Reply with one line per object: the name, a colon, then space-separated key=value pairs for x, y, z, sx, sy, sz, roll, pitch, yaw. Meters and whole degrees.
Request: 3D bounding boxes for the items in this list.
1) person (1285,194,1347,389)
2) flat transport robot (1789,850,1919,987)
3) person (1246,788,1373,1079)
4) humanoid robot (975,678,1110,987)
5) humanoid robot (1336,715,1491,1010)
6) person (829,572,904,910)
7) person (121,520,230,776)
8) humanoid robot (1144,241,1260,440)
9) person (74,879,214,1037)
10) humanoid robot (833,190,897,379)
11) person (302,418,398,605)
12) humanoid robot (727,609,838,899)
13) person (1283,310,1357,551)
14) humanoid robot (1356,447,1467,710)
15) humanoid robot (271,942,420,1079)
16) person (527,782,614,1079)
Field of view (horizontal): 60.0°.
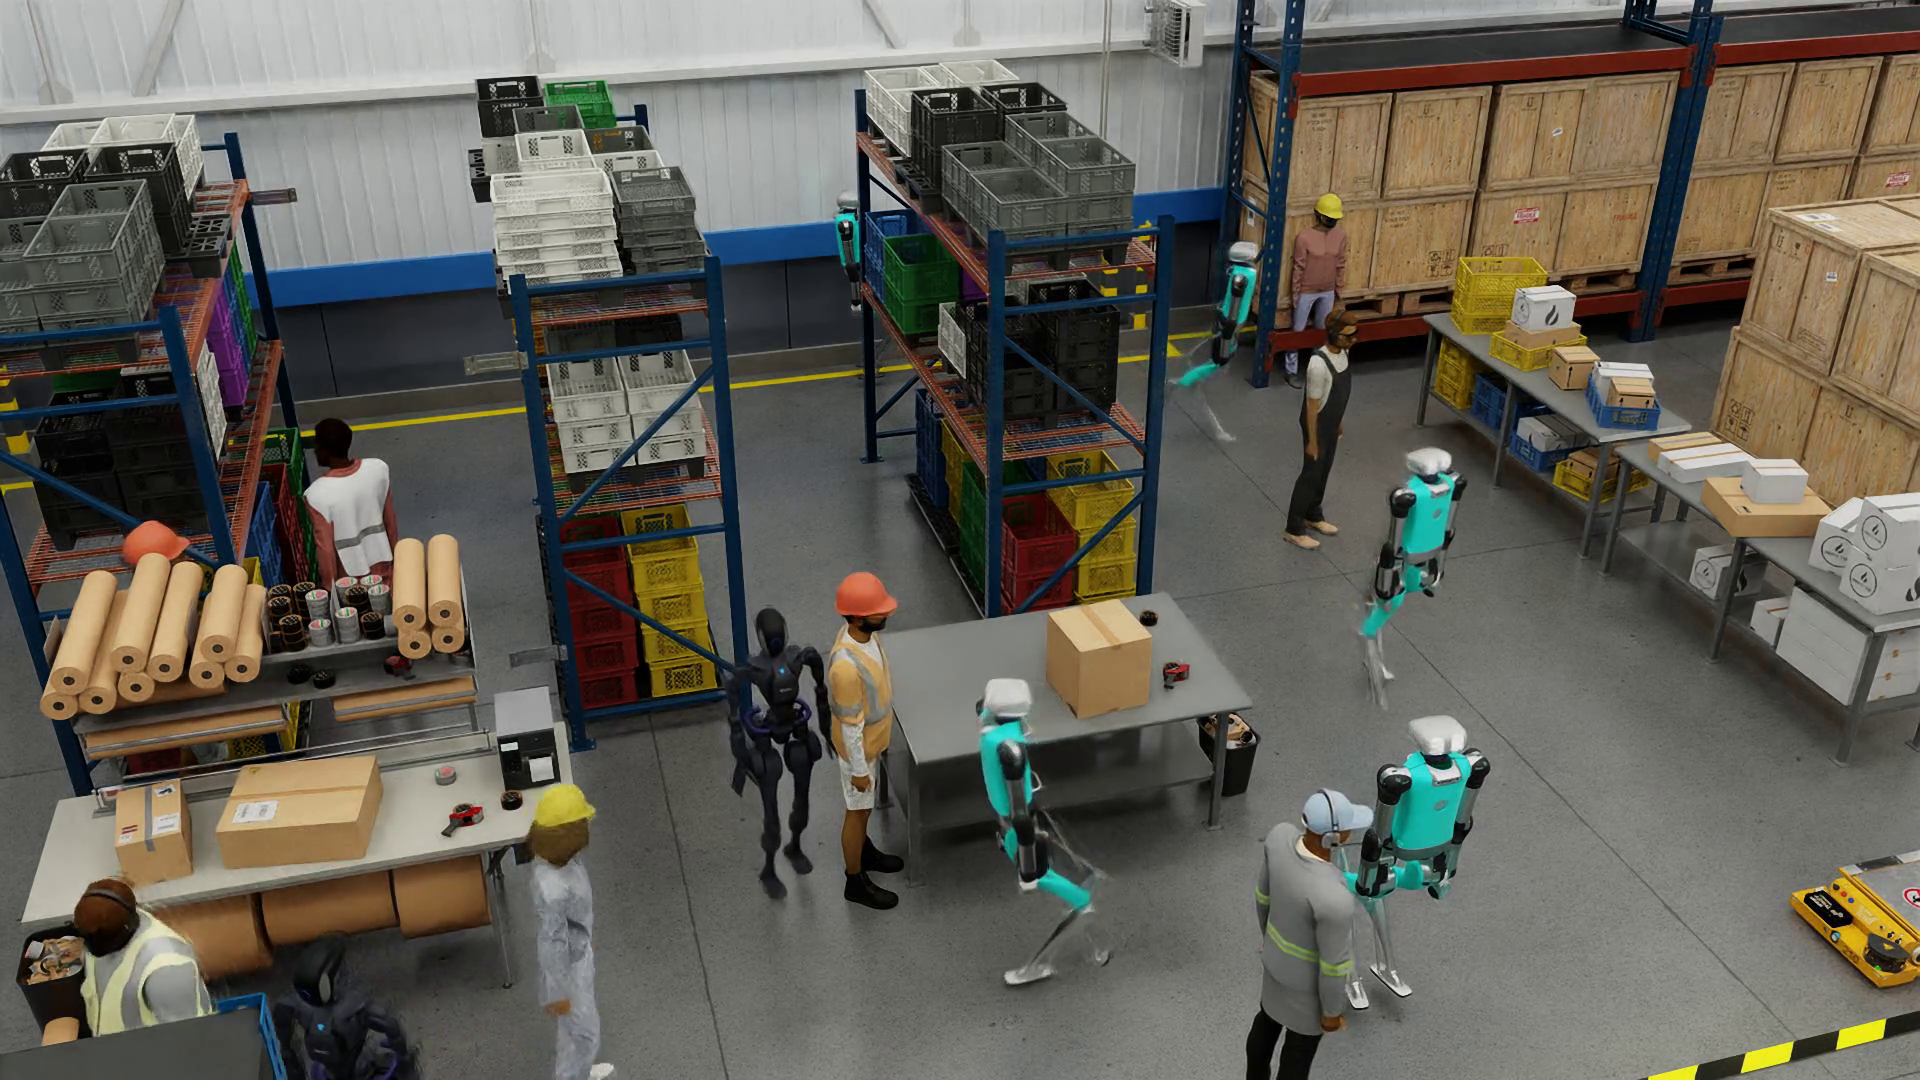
person: x=3.137 y=-2.183 z=14.588 sx=0.522 sy=1.761 sz=0.336 roll=-10 pitch=30 yaw=-17
flat transport robot: x=5.163 y=1.916 z=8.676 sx=1.431 sy=0.231 sz=0.659 roll=-8 pitch=30 yaw=-14
person: x=1.498 y=1.832 z=7.185 sx=0.400 sy=1.851 sz=0.590 roll=-10 pitch=30 yaw=-18
humanoid robot: x=0.477 y=1.474 z=8.056 sx=0.798 sy=1.889 sz=0.565 roll=-6 pitch=29 yaw=-11
humanoid robot: x=2.029 y=1.438 z=7.880 sx=0.533 sy=1.677 sz=0.735 roll=-8 pitch=30 yaw=-15
person: x=-0.482 y=1.019 z=8.571 sx=0.352 sy=1.942 sz=0.544 roll=3 pitch=29 yaw=5
person: x=-4.076 y=0.818 z=8.829 sx=0.607 sy=2.048 sz=0.365 roll=25 pitch=37 yaw=38
humanoid robot: x=1.924 y=-1.592 z=13.591 sx=0.931 sy=1.805 sz=0.558 roll=9 pitch=30 yaw=15
person: x=-3.237 y=2.078 z=6.765 sx=0.665 sy=1.821 sz=0.599 roll=22 pitch=36 yaw=34
humanoid robot: x=-0.722 y=-2.231 z=14.556 sx=0.735 sy=1.677 sz=0.533 roll=-1 pitch=29 yaw=-1
person: x=-3.672 y=0.137 z=10.196 sx=0.385 sy=1.921 sz=0.595 roll=16 pitch=33 yaw=27
humanoid robot: x=-0.895 y=1.101 z=8.706 sx=0.612 sy=1.653 sz=0.460 roll=-14 pitch=32 yaw=-24
person: x=2.619 y=-0.800 z=11.997 sx=0.332 sy=1.836 sz=0.503 roll=18 pitch=34 yaw=30
humanoid robot: x=2.658 y=0.184 z=10.325 sx=0.539 sy=1.812 sz=0.770 roll=-15 pitch=32 yaw=-25
humanoid robot: x=-2.401 y=2.232 z=6.689 sx=0.595 sy=1.634 sz=0.763 roll=3 pitch=29 yaw=6
person: x=-1.718 y=1.868 z=7.277 sx=0.362 sy=1.703 sz=0.674 roll=-6 pitch=29 yaw=-10
